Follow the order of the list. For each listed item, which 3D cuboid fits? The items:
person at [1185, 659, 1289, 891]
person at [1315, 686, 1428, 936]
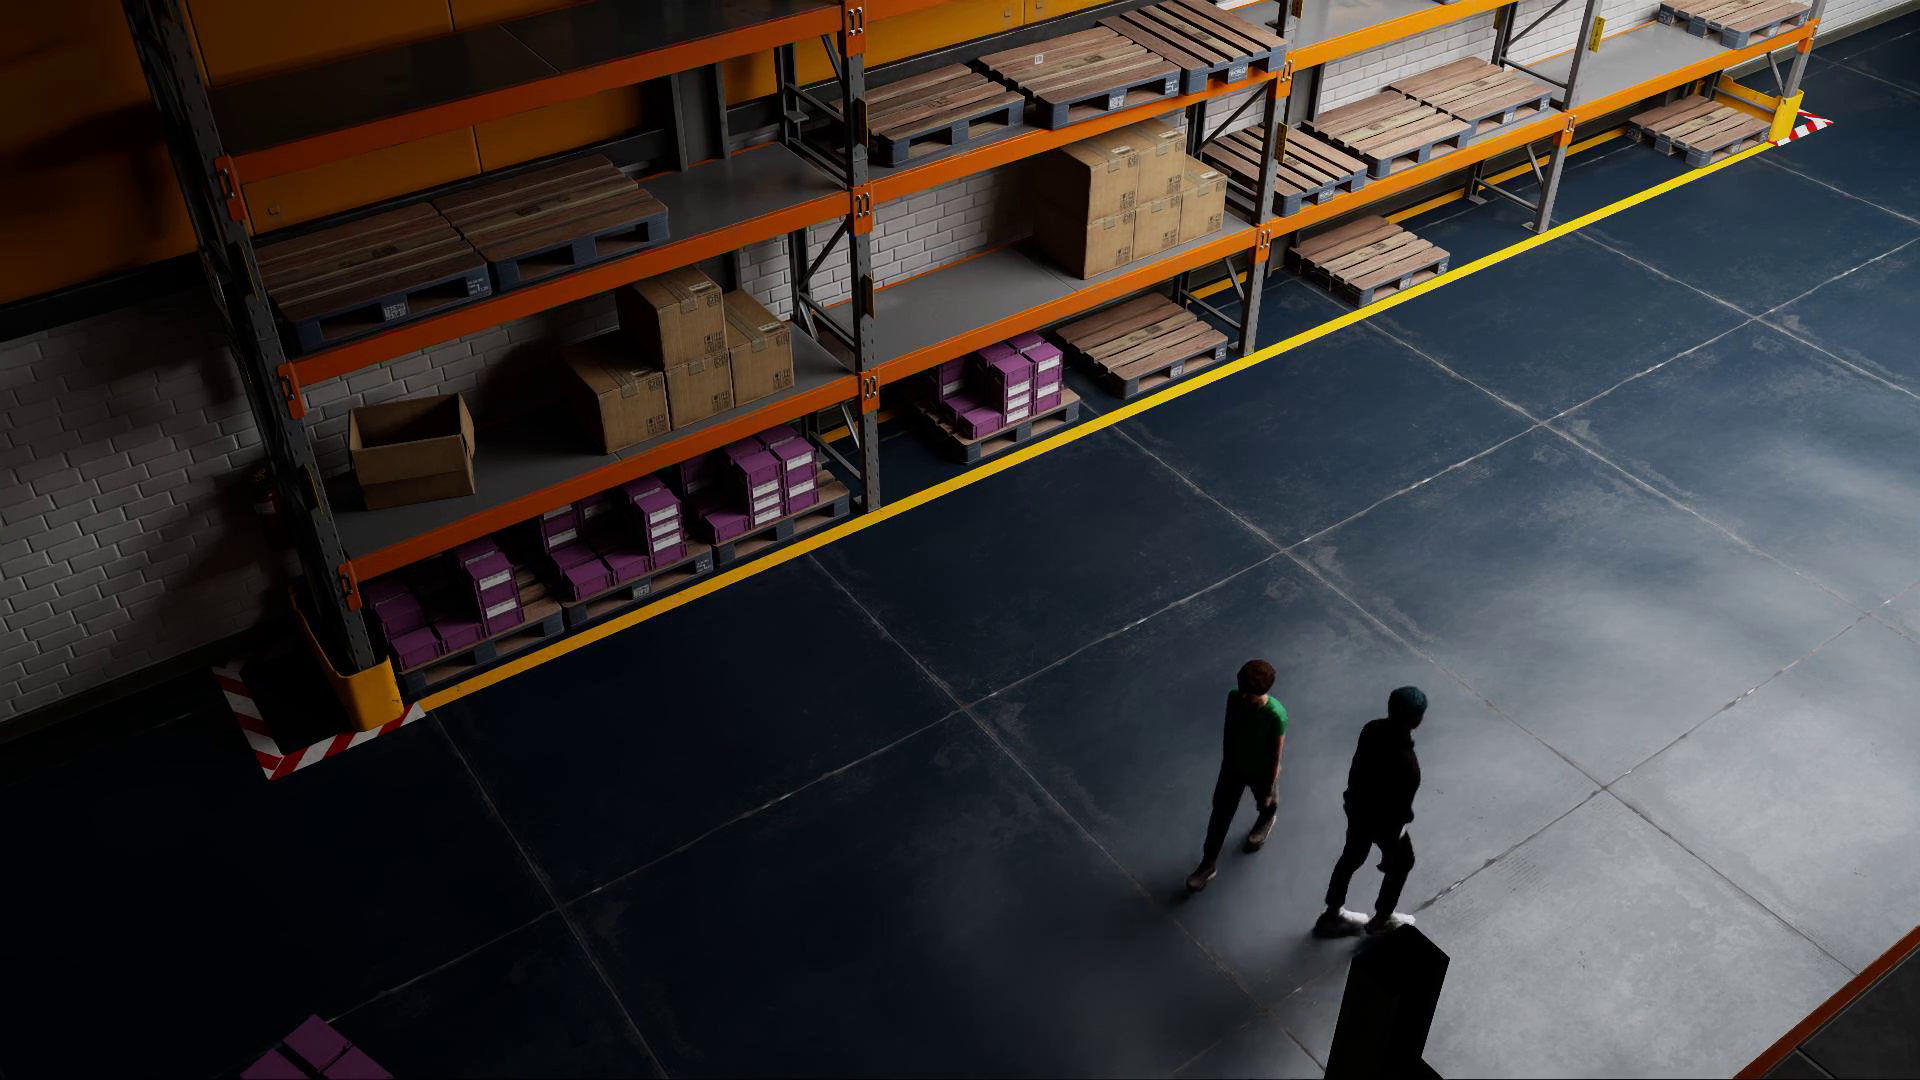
[{"bbox_3d":[1.790,1.314,9.934,0.812,1.615,1.166,27,46,29],"label":"person"},{"bbox_3d":[2.274,1.595,9.449,0.935,1.782,0.880,-8,39,-10],"label":"person"}]
